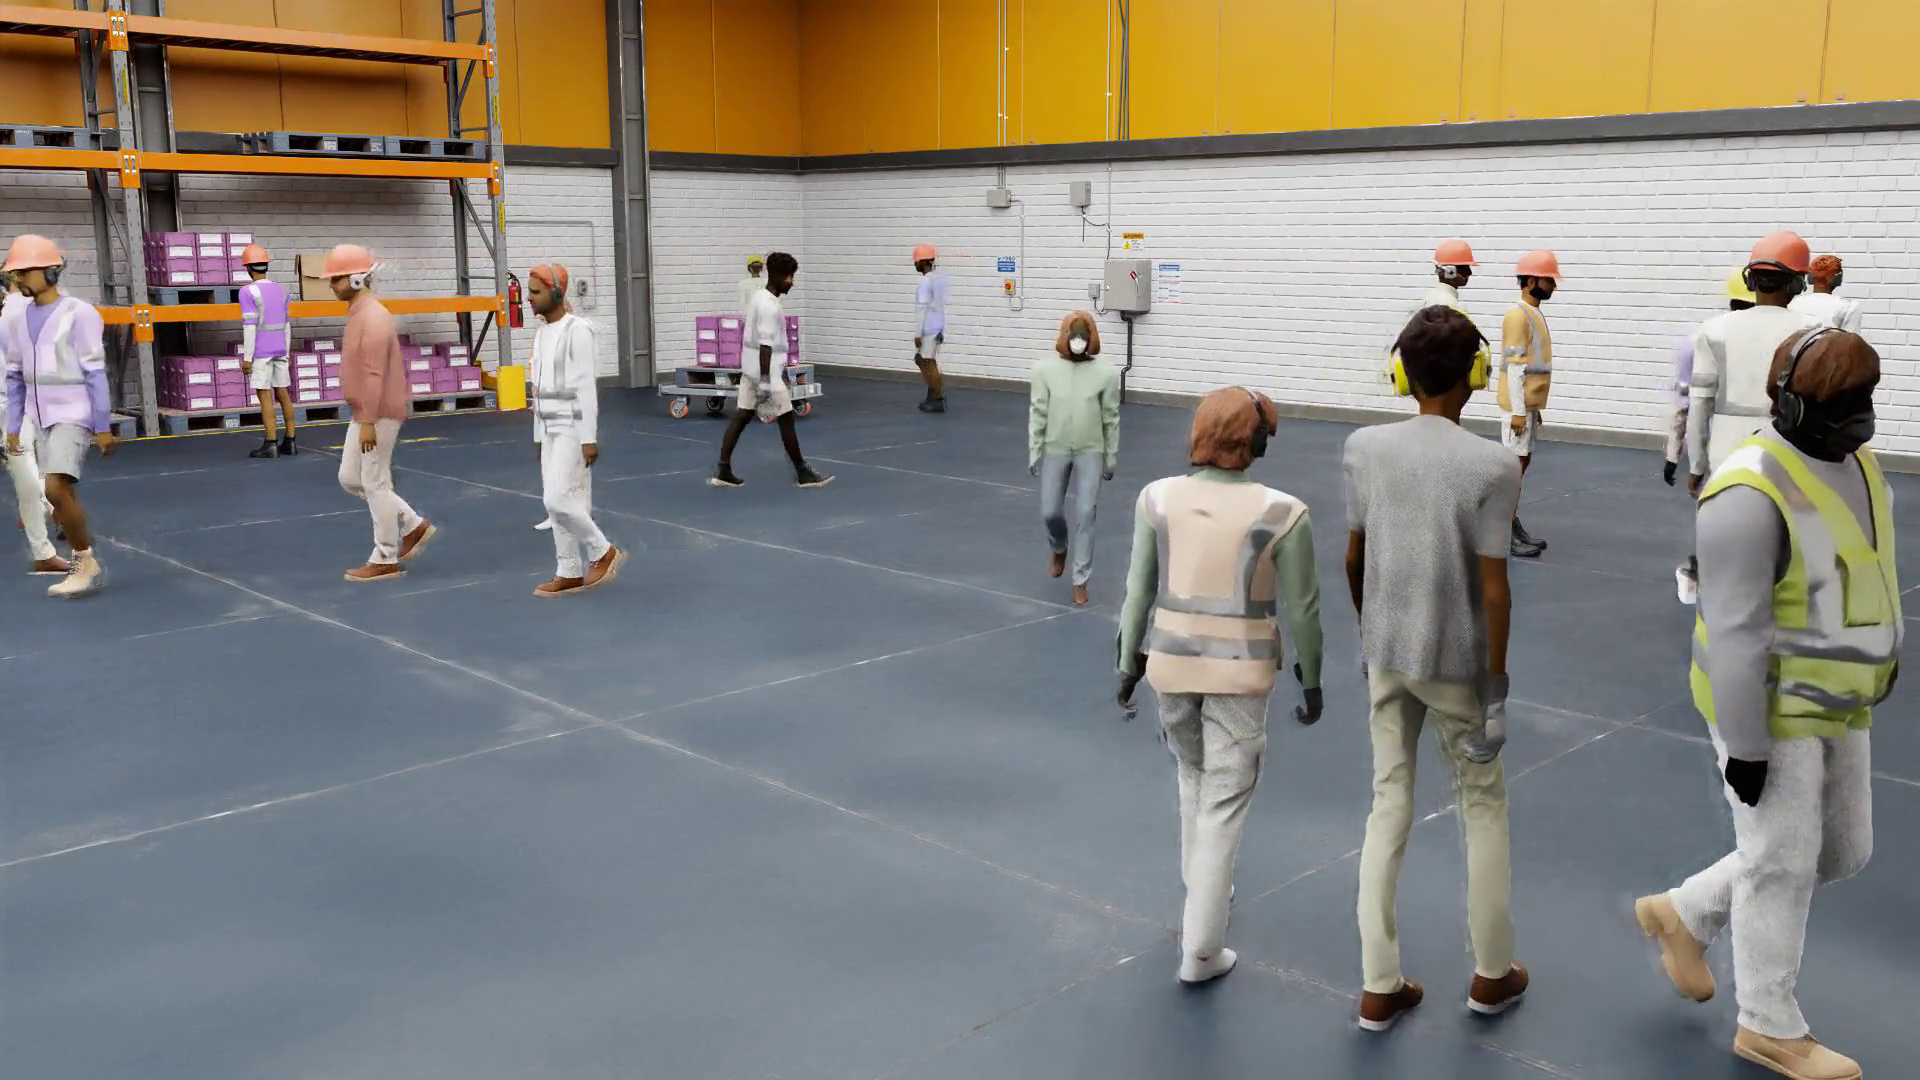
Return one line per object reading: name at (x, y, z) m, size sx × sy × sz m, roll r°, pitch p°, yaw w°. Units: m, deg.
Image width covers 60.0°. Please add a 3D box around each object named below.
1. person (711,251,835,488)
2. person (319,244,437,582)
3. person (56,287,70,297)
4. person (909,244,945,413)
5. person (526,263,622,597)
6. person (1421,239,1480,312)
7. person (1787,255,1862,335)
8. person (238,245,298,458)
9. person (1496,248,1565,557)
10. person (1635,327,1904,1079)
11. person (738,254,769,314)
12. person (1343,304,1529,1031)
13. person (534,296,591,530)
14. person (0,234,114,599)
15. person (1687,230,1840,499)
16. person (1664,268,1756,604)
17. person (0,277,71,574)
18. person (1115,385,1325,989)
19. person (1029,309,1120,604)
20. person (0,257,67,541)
person at (-1.539, -1.332, 13.216) m, size 0.985 × 1.904 × 0.596 m, roll -4°, pitch 11°, yaw -19°
person at (-3.432, -0.737, 9.745) m, size 0.512 × 1.971 × 0.610 m, roll -6°, pitch 12°, yaw -31°
person at (-8.379, -1.683, 15.233) m, size 0.509 × 1.860 × 0.318 m, roll -4°, pitch 11°, yaw -21°
person at (-0.378, -2.406, 18.988) m, size 0.519 × 1.918 × 0.565 m, roll 4°, pitch 11°, yaw 19°
person at (-2.221, -0.595, 9.247) m, size 0.422 × 1.867 × 0.608 m, roll -9°, pitch 13°, yaw -39°
person at (3.336, -1.064, 11.473) m, size 0.396 × 1.992 × 0.622 m, roll 1°, pitch 10°, yaw 4°
person at (6.163, -1.104, 11.998) m, size 0.360 × 1.882 × 0.575 m, roll -10°, pitch 15°, yaw -44°
person at (-6.343, -1.710, 15.161) m, size 0.373 × 1.932 × 0.549 m, roll 4°, pitch 11°, yaw 22°
person at (3.603, -0.870, 10.567) m, size 0.356 × 1.939 × 0.542 m, roll 6°, pitch 12°, yaw 28°
person at (1.936, 0.399, 3.979) m, size 0.647 × 1.821 × 0.529 m, roll -9°, pitch 14°, yaw -40°
person at (-2.750, -2.976, 22.524) m, size 0.522 × 1.769 × 0.310 m, roll -4°, pitch 11°, yaw -23°
person at (1.222, 0.326, 4.290) m, size 0.519 × 1.844 × 0.621 m, roll 9°, pitch 14°, yaw 41°
person at (-2.695, -0.854, 11.298) m, size 0.515 × 1.638 × 0.315 m, roll 9°, pitch 14°, yaw 42°
person at (-5.033, -0.662, 9.200) m, size 0.633 × 2.021 × 0.548 m, roll 4°, pitch 11°, yaw 21°
person at (3.580, -0.351, 7.451) m, size 0.610 × 2.042 × 0.396 m, roll 9°, pitch 14°, yaw 39°
person at (4.036, -0.508, 8.789) m, size 0.594 × 1.876 × 1.013 m, roll 0°, pitch 10°, yaw -1°
person at (-5.770, -0.669, 9.774) m, size 0.945 × 1.834 × 0.489 m, roll 0°, pitch 10°, yaw -2°
person at (0.757, 0.376, 4.631) m, size 0.547 × 1.613 × 0.695 m, roll 7°, pitch 12°, yaw 32°
person at (0.640, -0.480, 9.292) m, size 0.510 × 1.619 × 0.528 m, roll 1°, pitch 10°, yaw 6°
person at (-6.133, -0.938, 11.022) m, size 0.869 × 1.911 × 0.636 m, roll 7°, pitch 13°, yaw 34°
